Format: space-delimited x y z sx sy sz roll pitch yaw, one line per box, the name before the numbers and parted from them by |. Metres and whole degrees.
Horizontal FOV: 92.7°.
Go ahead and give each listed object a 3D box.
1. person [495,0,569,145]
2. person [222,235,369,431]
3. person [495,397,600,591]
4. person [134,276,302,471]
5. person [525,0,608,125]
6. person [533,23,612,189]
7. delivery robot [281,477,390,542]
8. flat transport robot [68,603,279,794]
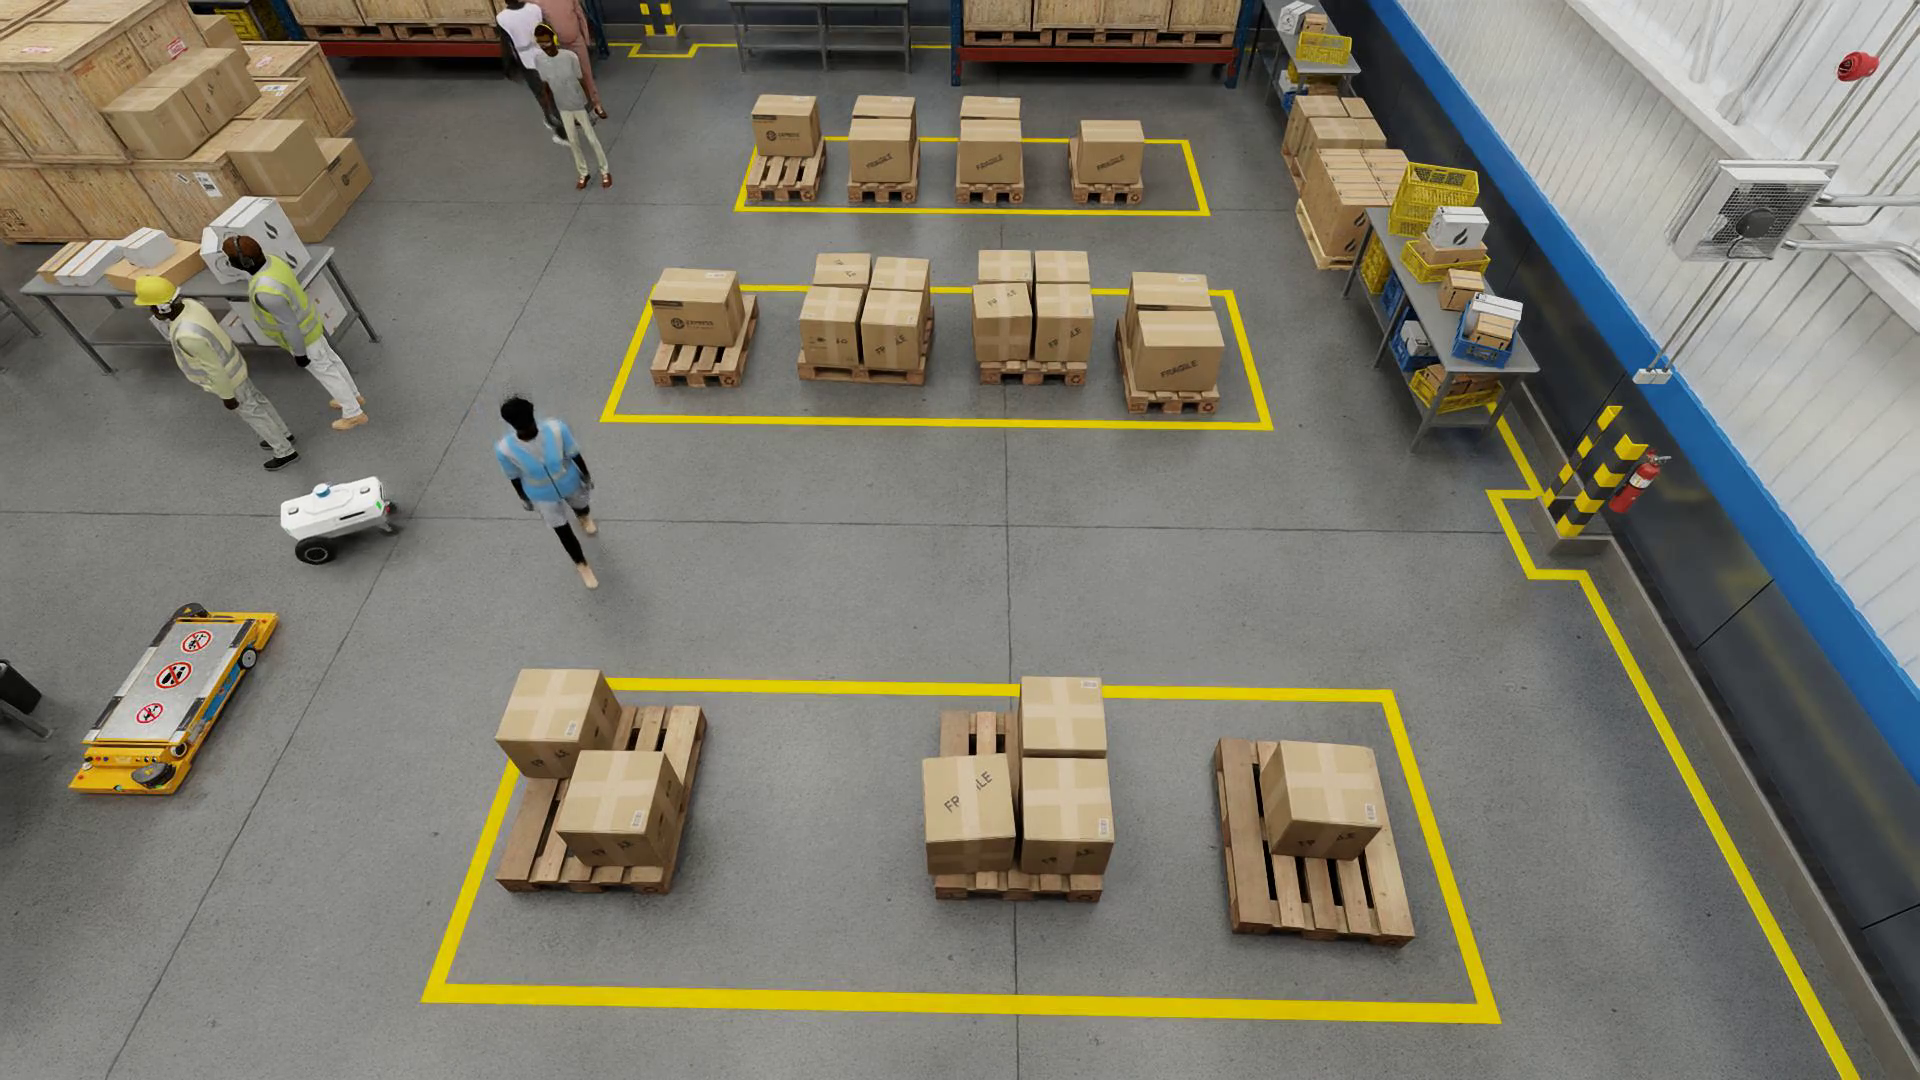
person | -5.276 -5.873 11.267 0.601 1.916 0.597 29 56 22
person | -5.639 -1.753 7.811 0.429 1.844 0.626 -20 53 -16
person | -3.015 -0.419 6.790 0.541 1.676 0.747 -29 55 -22
person | -6.024 -1.348 7.473 0.404 1.831 0.600 -23 54 -19
person | -4.979 -6.274 11.601 0.643 1.903 0.402 -27 55 -21
person | -4.441 -4.934 10.495 0.515 1.863 0.352 -4 50 -3
delivery robot | -4.978 -0.248 7.315 0.707 0.478 0.477 -20 53 -16
flat transport robot | -5.504 1.072 6.442 0.652 0.197 1.431 1 50 1
